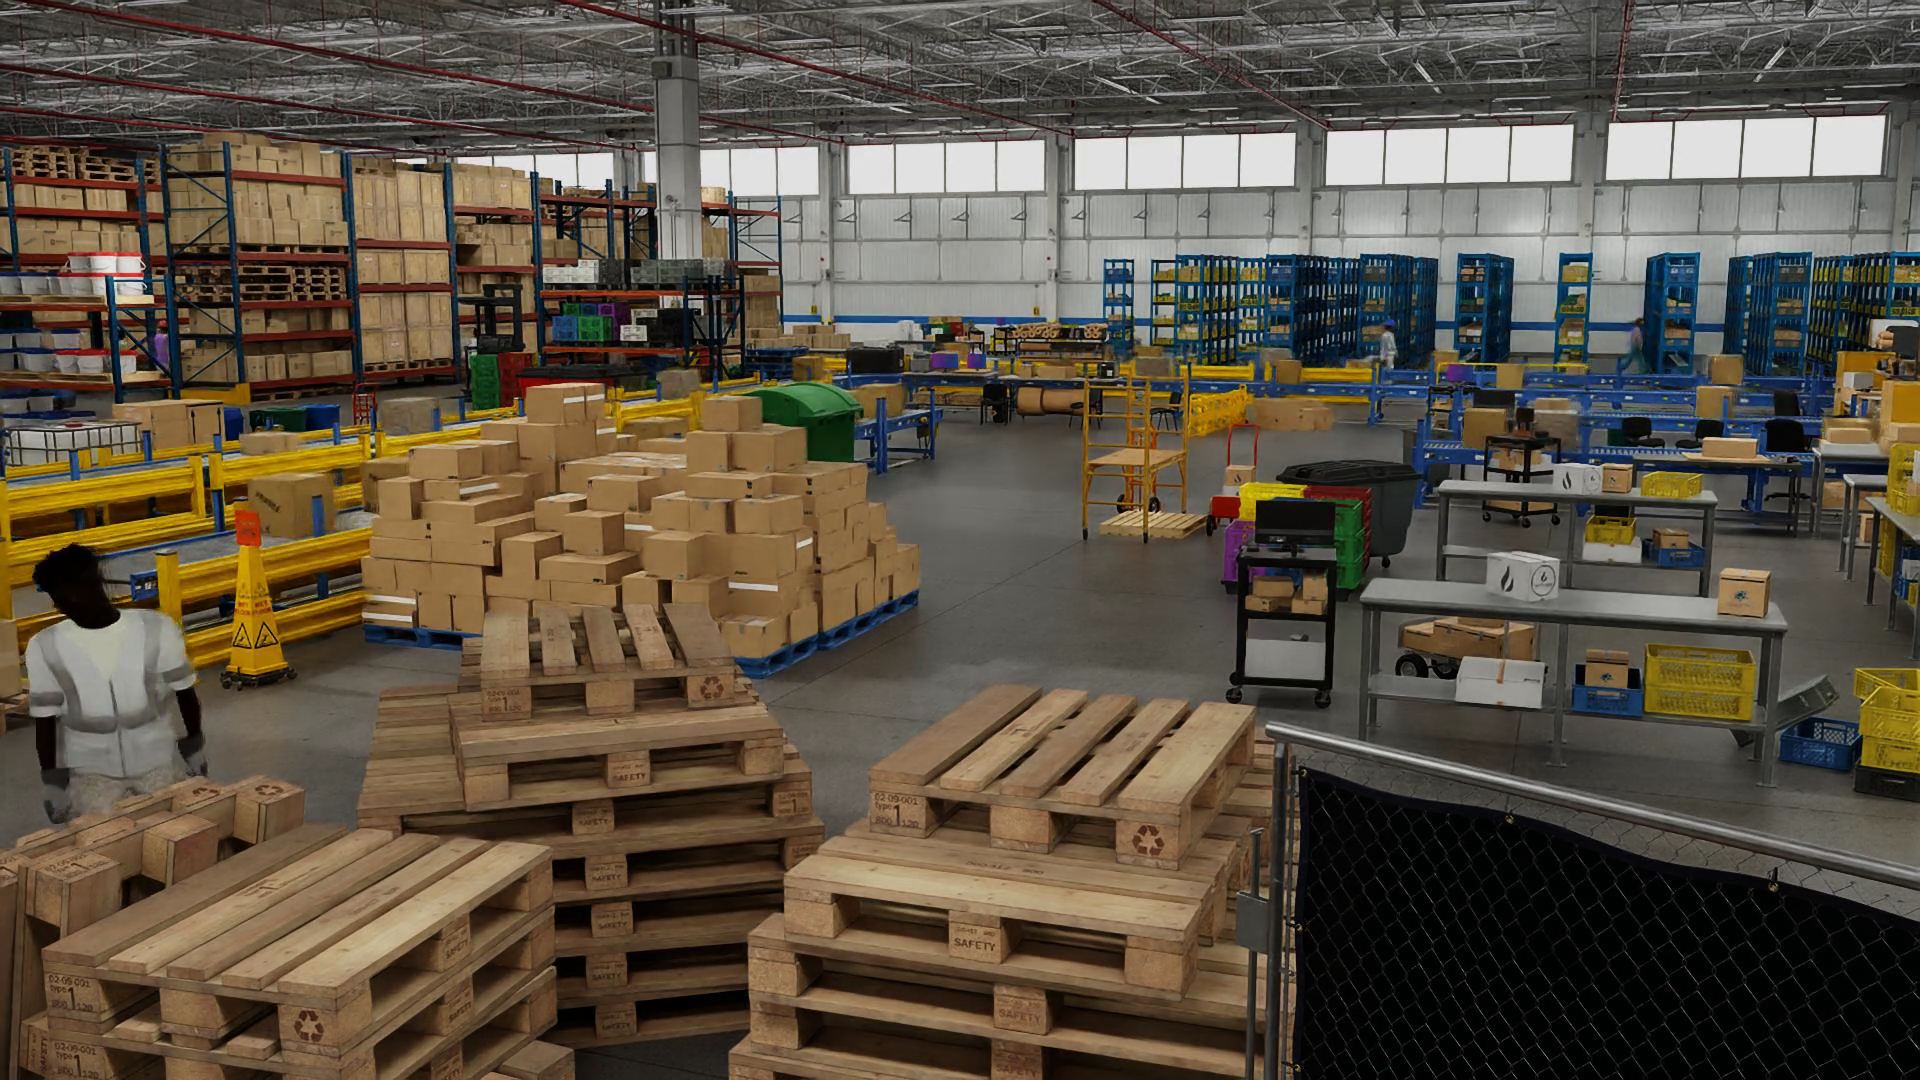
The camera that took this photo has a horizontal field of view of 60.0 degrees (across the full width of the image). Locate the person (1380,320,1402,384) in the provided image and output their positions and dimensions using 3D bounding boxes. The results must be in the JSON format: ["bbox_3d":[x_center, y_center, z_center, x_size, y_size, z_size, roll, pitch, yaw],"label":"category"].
[{"bbox_3d":[10.764,-4.536,41.563,0.551,1.929,0.613,3,10,19],"label":"person"}]

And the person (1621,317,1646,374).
[{"bbox_3d":[19.869,-5.653,48.976,0.950,1.806,0.577,5,10,29],"label":"person"}]

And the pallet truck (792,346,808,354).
[{"bbox_3d":[-3.705,-4.298,42.022,0.653,1.274,1.630,3,10,20],"label":"pallet truck"}]

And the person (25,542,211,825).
[{"bbox_3d":[-3.606,0.944,7.173,0.685,1.924,0.430,-5,10,-29],"label":"person"}]

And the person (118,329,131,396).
[{"bbox_3d":[-21.125,-4.476,41.946,0.547,1.681,0.377,4,10,21],"label":"person"}]

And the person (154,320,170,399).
[{"bbox_3d":[-19.456,-4.425,40.849,0.581,1.924,0.491,5,10,28],"label":"person"}]

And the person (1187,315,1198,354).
[{"bbox_3d":[7.330,-6.301,52.987,0.530,1.812,0.599,2,9,12],"label":"person"}]

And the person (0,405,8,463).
[{"bbox_3d":[-15.407,-2.052,26.373,0.588,1.796,0.901,2,9,13],"label":"person"}]

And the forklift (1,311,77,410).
[{"bbox_3d":[-20.830,-4.260,36.835,1.873,2.768,1.129,-2,9,-11],"label":"forklift"}]

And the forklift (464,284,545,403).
[{"bbox_3d":[-10.832,-4.702,39.610,1.129,2.768,1.873,3,10,20],"label":"forklift"}]

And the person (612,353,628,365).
[{"bbox_3d":[-7.682,-3.869,37.955,0.696,1.741,0.550,-6,11,-33],"label":"person"}]

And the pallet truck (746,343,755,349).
[{"bbox_3d":[-6.183,-4.618,44.264,1.601,1.201,0.680,-9,12,-43],"label":"pallet truck"}]

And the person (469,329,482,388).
[{"bbox_3d":[-12.782,-4.797,44.074,0.544,1.649,0.907,3,9,15],"label":"person"}]
